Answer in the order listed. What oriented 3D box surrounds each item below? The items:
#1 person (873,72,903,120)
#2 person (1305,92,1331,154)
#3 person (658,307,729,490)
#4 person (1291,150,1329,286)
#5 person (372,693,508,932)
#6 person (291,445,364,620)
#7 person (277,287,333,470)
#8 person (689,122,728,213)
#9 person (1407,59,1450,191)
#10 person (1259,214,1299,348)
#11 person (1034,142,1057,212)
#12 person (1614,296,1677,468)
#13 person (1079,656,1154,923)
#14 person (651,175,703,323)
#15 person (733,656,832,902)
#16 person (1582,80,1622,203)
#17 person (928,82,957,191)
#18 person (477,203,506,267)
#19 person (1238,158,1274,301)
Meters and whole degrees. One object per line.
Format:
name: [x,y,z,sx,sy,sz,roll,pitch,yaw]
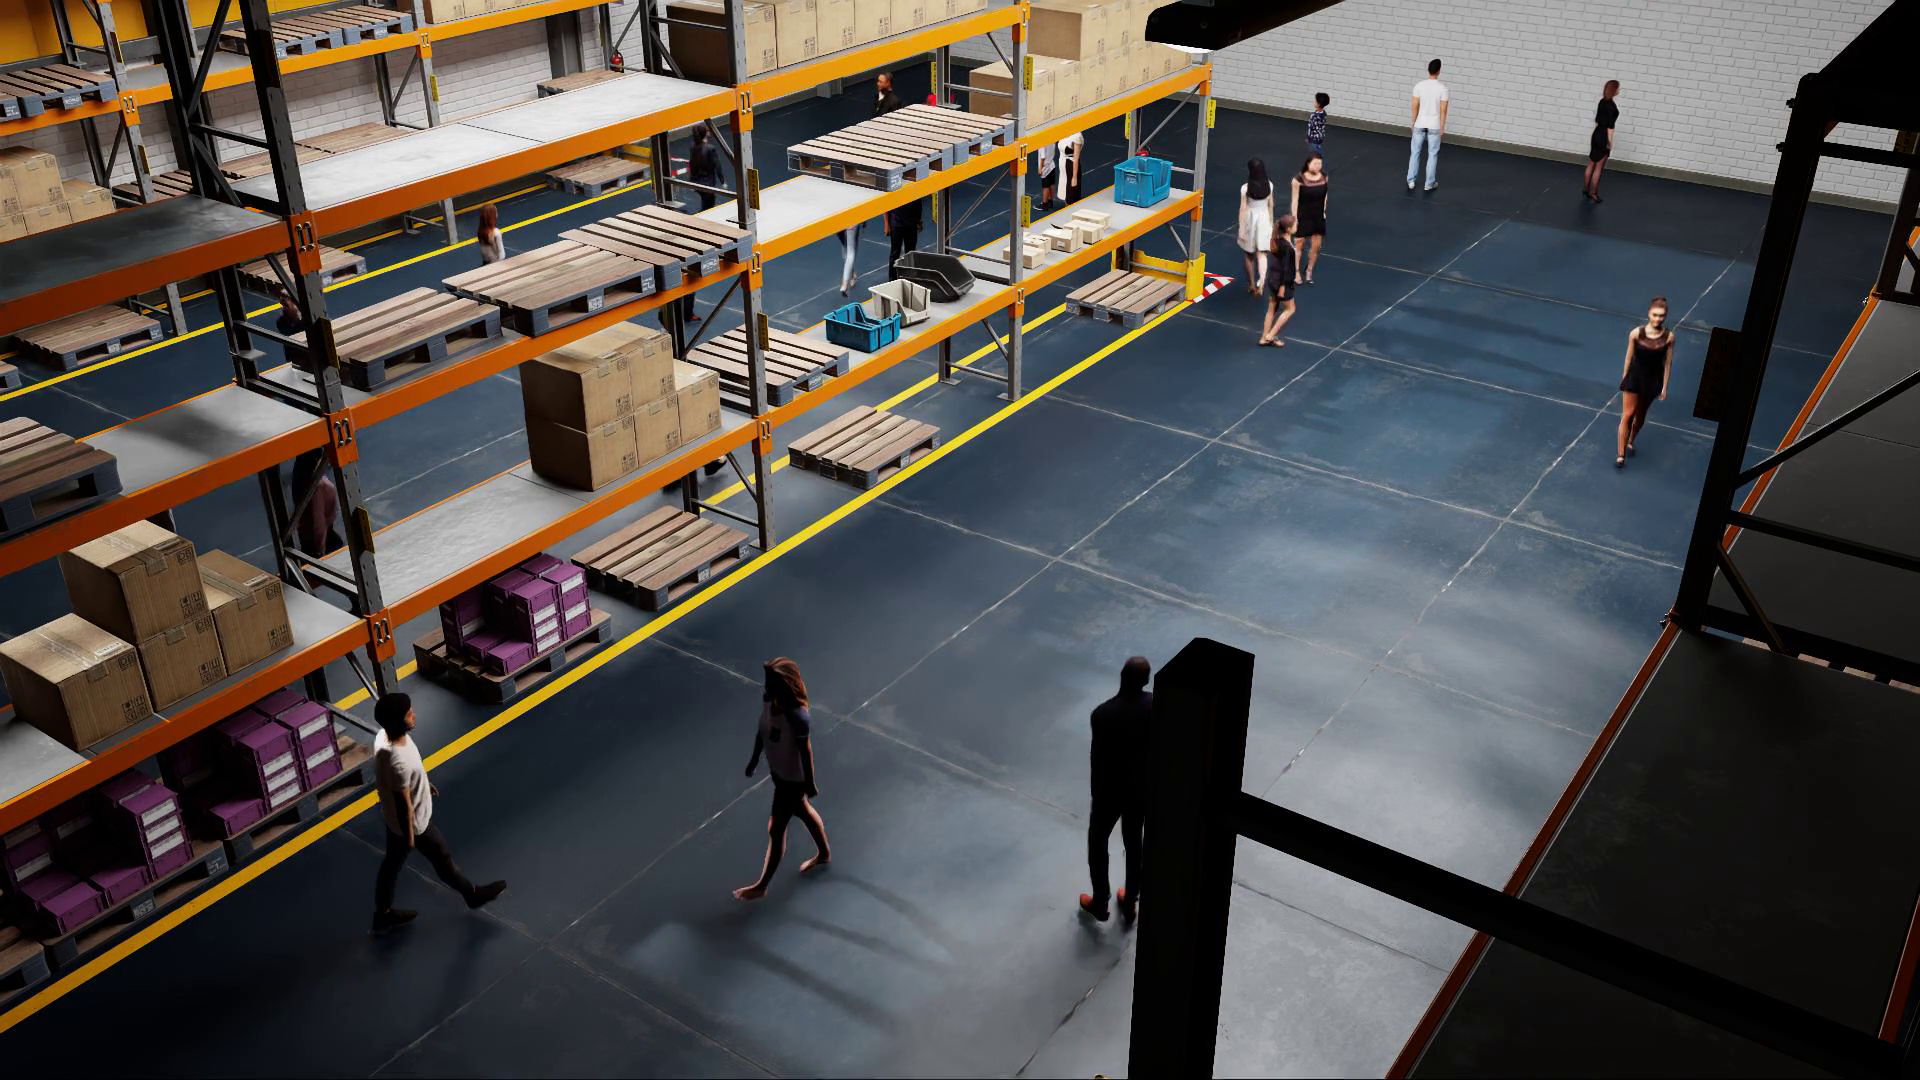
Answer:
person: [-1.015,-5.564,23.204,0.740,1.904,0.769,-19,34,-30]
person: [5.299,-6.037,24.754,0.536,1.251,0.630,-17,33,-28]
person: [-2.707,-1.306,15.519,0.711,1.788,0.974,21,35,33]
person: [4.242,-3.983,20.512,0.783,1.706,0.856,-7,29,-13]
person: [-3.449,1.686,10.149,1.161,1.680,0.941,-15,32,-25]
person: [-5.147,0.024,13.099,1.121,1.771,0.783,-22,35,-34]
person: [-6.197,-1.575,15.939,0.715,1.860,0.671,13,31,23]
person: [-3.345,-4.524,21.537,0.598,1.675,0.927,21,35,33]
person: [6.777,-6.018,24.076,0.695,1.866,0.594,15,32,25]
person: [3.530,-2.898,18.692,0.728,1.545,0.671,-6,29,-11]
person: [1.229,-5.258,23.317,0.541,1.259,0.424,18,33,29]
person: [6.646,-1.579,16.161,0.753,1.653,0.949,7,29,12]
person: [1.020,1.587,10.225,0.815,1.780,0.910,-17,33,-28]
person: [-3.354,-3.285,19.150,0.736,1.786,0.702,12,31,20]
person: [-1.004,1.453,10.558,1.057,1.695,0.863,-14,32,-24]
person: [9.109,-5.677,23.619,0.718,1.706,0.641,-3,29,-5]
person: [-0.248,-5.791,23.811,0.813,1.721,0.957,6,29,10]
person: [-5.430,-3.132,19.215,0.628,1.455,0.987,14,32,24]
person: [3.553,-3.650,19.864,0.995,1.743,1.127,0,29,0]
